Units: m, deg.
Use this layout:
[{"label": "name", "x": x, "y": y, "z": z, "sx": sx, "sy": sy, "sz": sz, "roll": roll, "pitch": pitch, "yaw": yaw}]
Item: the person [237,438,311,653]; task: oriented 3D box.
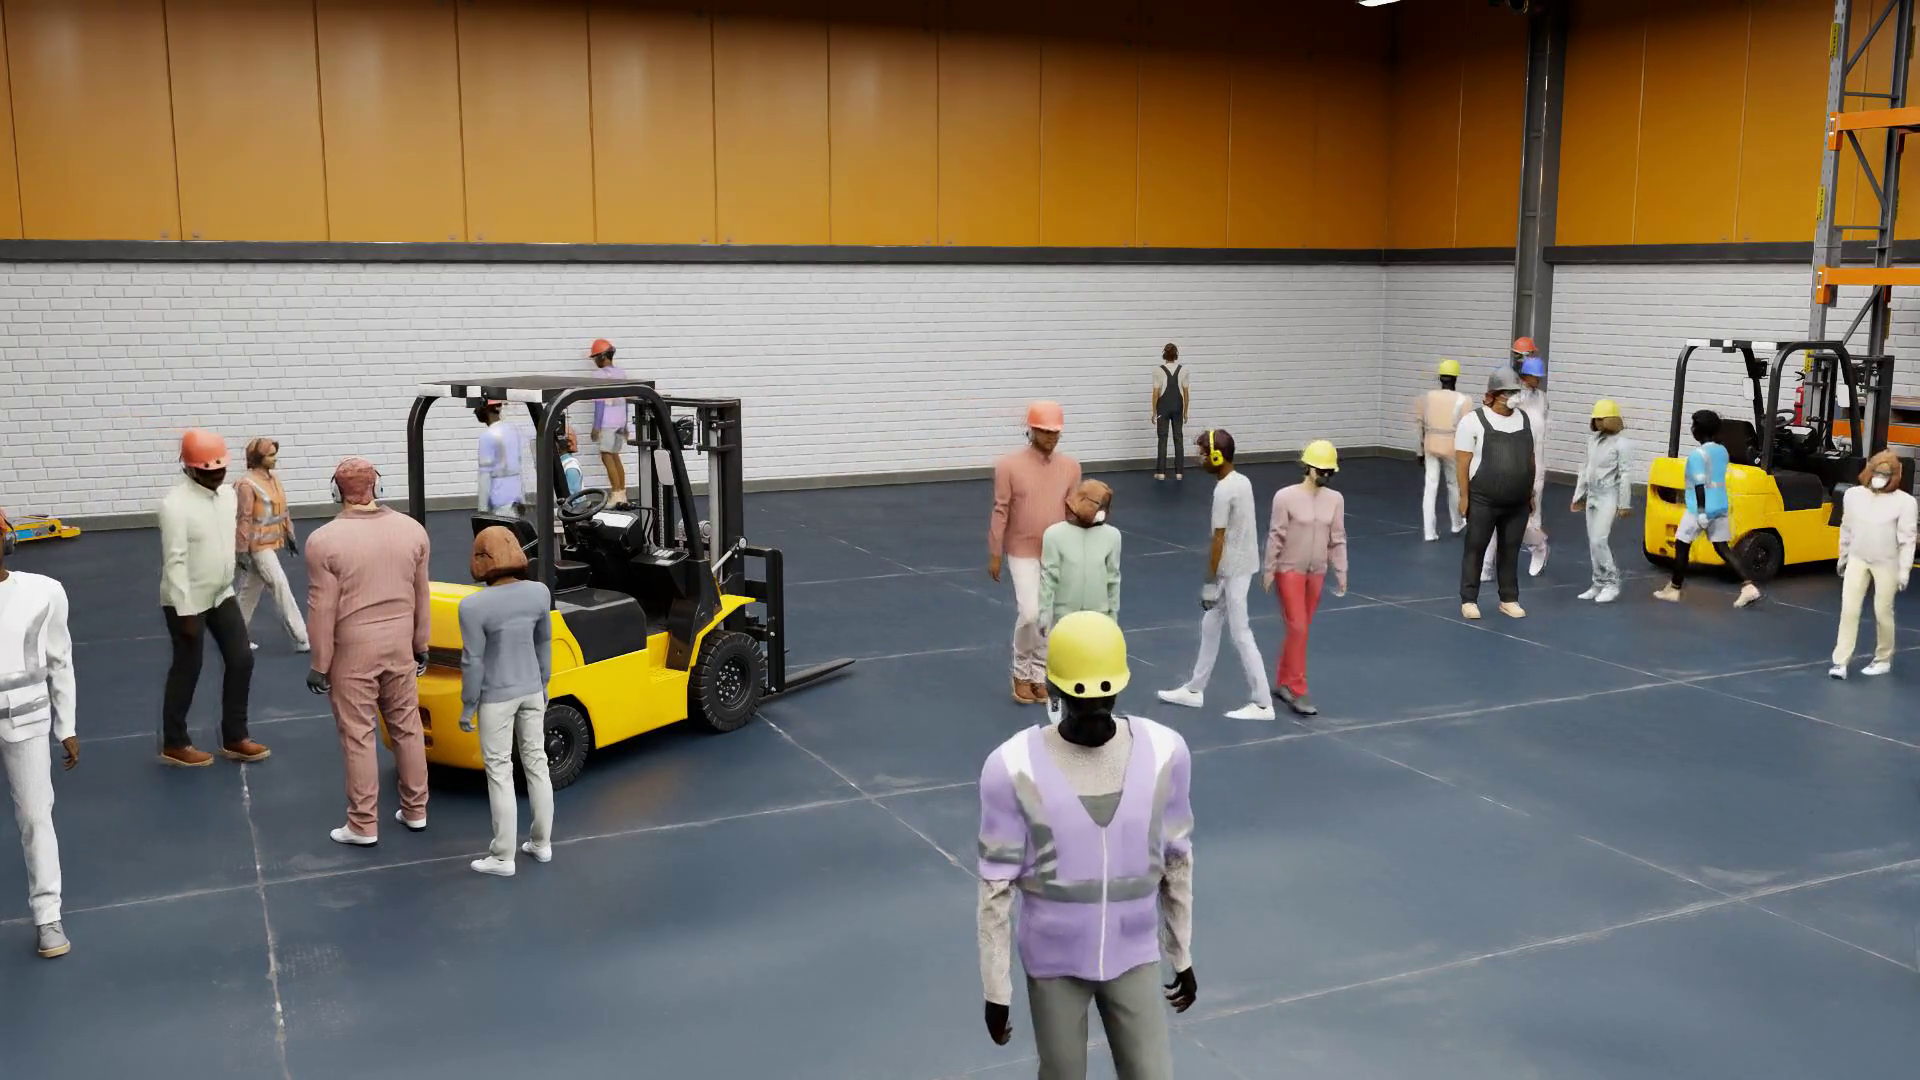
[{"label": "person", "x": -5.077, "y": 0.042, "z": 12.199, "sx": 0.858, "sy": 1.589, "sz": 0.534, "roll": 0, "pitch": 9, "yaw": 2}]

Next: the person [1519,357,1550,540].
[{"label": "person", "x": 5.921, "y": -0.986, "z": 17.598, "sx": 0.597, "sy": 1.916, "sz": 0.816, "roll": -3, "pitch": 10, "yaw": -17}]

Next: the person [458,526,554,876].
[{"label": "person", "x": -2.108, "y": 0.742, "z": 7.744, "sx": 0.289, "sy": 1.633, "sz": 0.498, "roll": 7, "pitch": 11, "yaw": 36}]

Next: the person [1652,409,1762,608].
[{"label": "person", "x": 6.289, "y": -0.261, "z": 13.874, "sx": 0.528, "sy": 1.663, "sz": 0.843, "roll": -6, "pitch": 11, "yaw": -34}]

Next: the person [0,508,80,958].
[{"label": "person", "x": -3.883, "y": 0.783, "z": 6.717, "sx": 0.573, "sy": 1.883, "sz": 0.355, "roll": -5, "pitch": 10, "yaw": -28}]

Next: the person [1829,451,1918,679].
[{"label": "person", "x": 6.198, "y": 0.184, "z": 11.331, "sx": 0.826, "sy": 1.580, "sz": 0.550, "roll": -8, "pitch": 12, "yaw": -40}]

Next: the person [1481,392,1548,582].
[{"label": "person", "x": 4.972, "y": -0.547, "z": 14.988, "sx": 0.822, "sy": 1.880, "sz": 0.651, "roll": -7, "pitch": 11, "yaw": -36}]

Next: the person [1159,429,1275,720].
[{"label": "person", "x": 1.620, "y": 0.214, "z": 10.432, "sx": 0.747, "sy": 1.832, "sz": 0.546, "roll": 4, "pitch": 10, "yaw": 21}]

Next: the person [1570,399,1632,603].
[{"label": "person", "x": 5.412, "y": -0.331, "z": 14.099, "sx": 0.391, "sy": 1.731, "sz": 0.497, "roll": -2, "pitch": 9, "yaw": -14}]

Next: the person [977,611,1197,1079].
[{"label": "person", "x": 0.351, "y": 1.125, "z": 4.491, "sx": 0.626, "sy": 1.911, "sz": 0.416, "roll": -2, "pitch": 9, "yaw": -10}]

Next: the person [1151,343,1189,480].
[{"label": "person", "x": 2.819, "y": -1.720, "z": 22.362, "sx": 0.508, "sy": 1.846, "sz": 0.345, "roll": -1, "pitch": 9, "yaw": -6}]

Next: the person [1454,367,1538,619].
[{"label": "person", "x": 4.357, "y": -0.374, "z": 13.406, "sx": 0.688, "sy": 2.000, "sz": 0.539, "roll": -1, "pitch": 9, "yaw": -8}]

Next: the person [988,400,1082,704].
[{"label": "person", "x": 0.520, "y": 0.089, "z": 10.687, "sx": 0.631, "sy": 1.980, "sz": 0.491, "roll": -4, "pitch": 10, "yaw": -24}]

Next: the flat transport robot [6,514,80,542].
[{"label": "flat transport robot", "x": -9.870, "y": -0.072, "z": 17.004, "sx": 0.652, "sy": 0.197, "sz": 1.431, "roll": 5, "pitch": 10, "yaw": 27}]

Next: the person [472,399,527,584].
[{"label": "person", "x": -3.788, "y": -0.359, "z": 13.833, "sx": 0.997, "sy": 1.886, "sz": 0.548, "roll": 1, "pitch": 9, "yaw": 7}]

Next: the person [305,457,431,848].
[{"label": "person", "x": -2.907, "y": 0.540, "z": 8.155, "sx": 0.401, "sy": 1.904, "sz": 0.651, "roll": 8, "pitch": 12, "yaw": 39}]

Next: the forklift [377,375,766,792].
[{"label": "forklift", "x": -2.268, "y": 0.149, "z": 9.685, "sx": 1.214, "sy": 2.155, "sz": 2.313, "roll": 6, "pitch": 11, "yaw": 32}]

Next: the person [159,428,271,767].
[{"label": "person", "x": -4.231, "y": 0.336, "z": 9.278, "sx": 0.735, "sy": 1.942, "sz": 0.638, "roll": 3, "pitch": 10, "yaw": 16}]

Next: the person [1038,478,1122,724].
[{"label": "person", "x": 0.688, "y": 0.422, "z": 9.781, "sx": 0.516, "sy": 1.605, "sz": 0.558, "roll": -2, "pitch": 9, "yaw": -11}]

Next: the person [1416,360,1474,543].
[{"label": "person", "x": 5.079, "y": -0.939, "z": 17.403, "sx": 0.615, "sy": 1.873, "sz": 0.969, "roll": 6, "pitch": 11, "yaw": 32}]

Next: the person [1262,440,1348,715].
[{"label": "person", "x": 2.239, "y": 0.234, "z": 10.565, "sx": 0.541, "sy": 1.724, "sz": 0.779, "roll": -4, "pitch": 10, "yaw": -22}]

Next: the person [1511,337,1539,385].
[{"label": "person", "x": 6.927, "y": -1.508, "z": 20.574, "sx": 0.375, "sy": 1.997, "sz": 0.612, "roll": 2, "pitch": 9, "yaw": 10}]

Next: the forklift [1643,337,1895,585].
[{"label": "forklift", "x": 7.551, "y": -0.789, "z": 15.507, "sx": 2.313, "sy": 2.155, "sz": 1.214, "roll": -4, "pitch": 10, "yaw": -25}]

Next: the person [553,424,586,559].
[{"label": "person", "x": -3.021, "y": -0.078, "z": 12.801, "sx": 0.313, "sy": 1.642, "sz": 0.513, "roll": -4, "pitch": 10, "yaw": -25}]

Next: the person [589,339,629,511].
[{"label": "person", "x": -4.136, "y": -1.365, "z": 19.684, "sx": 0.513, "sy": 2.019, "sz": 0.712, "roll": 2, "pitch": 9, "yaw": 14}]
